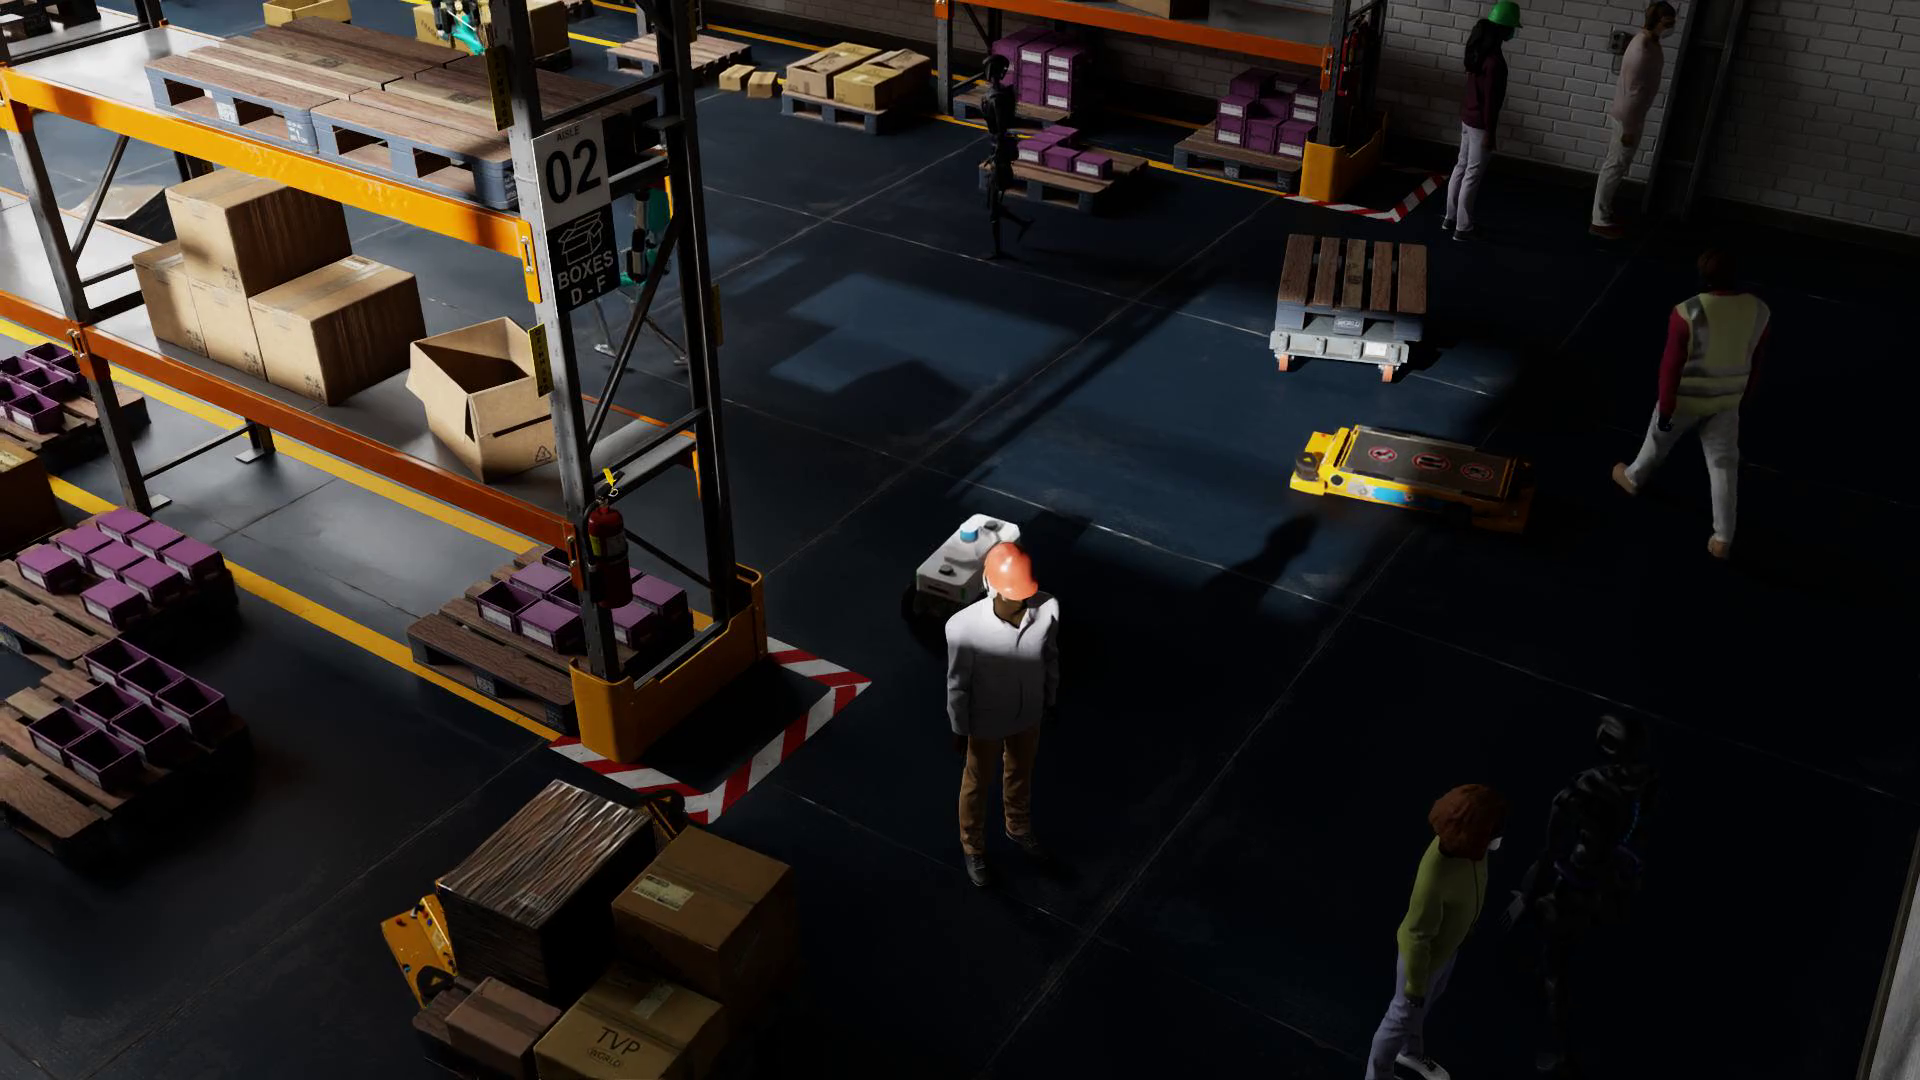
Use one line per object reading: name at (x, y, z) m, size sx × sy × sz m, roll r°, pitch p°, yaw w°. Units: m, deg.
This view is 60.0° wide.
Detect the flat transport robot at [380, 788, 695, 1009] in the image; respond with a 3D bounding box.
flat transport robot at (-1.774, 1.604, 7.407) m, size 1.431 × 0.231 × 0.659 m, roll -20°, pitch 38°, yaw -28°

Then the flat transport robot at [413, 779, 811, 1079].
flat transport robot at (-1.391, 2.073, 6.686) m, size 0.659 × 0.231 × 1.431 m, roll 17°, pitch 37°, yaw 24°

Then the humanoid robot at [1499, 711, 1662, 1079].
humanoid robot at (2.428, 1.361, 6.523) m, size 0.589 × 1.648 × 0.664 m, roll -15°, pitch 36°, yaw -21°

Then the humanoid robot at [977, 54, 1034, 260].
humanoid robot at (0.374, -3.035, 13.249) m, size 0.448 × 1.646 × 0.609 m, roll -1°, pitch 33°, yaw -2°

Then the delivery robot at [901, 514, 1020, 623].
delivery robot at (0.041, 0.187, 9.329) m, size 0.499 × 0.601 × 0.796 m, roll 17°, pitch 37°, yaw 24°

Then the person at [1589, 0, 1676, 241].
person at (5.510, -3.449, 13.647) m, size 0.367 × 1.936 × 0.629 m, roll 14°, pitch 36°, yaw 21°

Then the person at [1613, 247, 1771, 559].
person at (4.404, -0.832, 9.811) m, size 0.638 × 1.747 × 1.125 m, roll -3°, pitch 33°, yaw -4°

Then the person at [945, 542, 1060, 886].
person at (0.204, 0.755, 7.351) m, size 0.558 × 1.751 × 0.324 m, roll -17°, pitch 37°, yaw -24°

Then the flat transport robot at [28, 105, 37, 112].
flat transport robot at (-9.942, -4.442, 16.700) m, size 1.431 × 0.231 × 0.659 m, roll 6°, pitch 34°, yaw 9°

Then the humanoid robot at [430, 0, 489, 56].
humanoid robot at (-4.786, -5.078, 16.387) m, size 1.048 × 1.778 × 0.533 m, roll 23°, pitch 40°, yaw 31°

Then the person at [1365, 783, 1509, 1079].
person at (1.793, 1.538, 6.265) m, size 0.283 × 1.624 × 0.492 m, roll 22°, pitch 39°, yaw 30°

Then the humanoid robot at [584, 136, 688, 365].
humanoid robot at (-2.323, -1.973, 11.591) m, size 1.033 × 1.744 × 0.541 m, roll 8°, pitch 34°, yaw 12°

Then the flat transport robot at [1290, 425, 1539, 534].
flat transport robot at (2.870, -0.406, 10.498) m, size 1.431 × 0.231 × 0.659 m, roll 13°, pitch 35°, yaw 19°

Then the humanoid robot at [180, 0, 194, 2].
humanoid robot at (-9.528, -7.192, 19.600) m, size 0.995 × 1.722 × 0.556 m, roll 27°, pitch 42°, yaw 35°

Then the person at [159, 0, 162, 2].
person at (-9.746, -7.334, 19.778) m, size 0.433 × 1.759 × 0.762 m, roll 9°, pitch 34°, yaw 14°

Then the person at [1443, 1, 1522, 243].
person at (4.237, -3.406, 13.573) m, size 0.429 × 1.946 × 0.488 m, roll -2°, pitch 33°, yaw -3°
